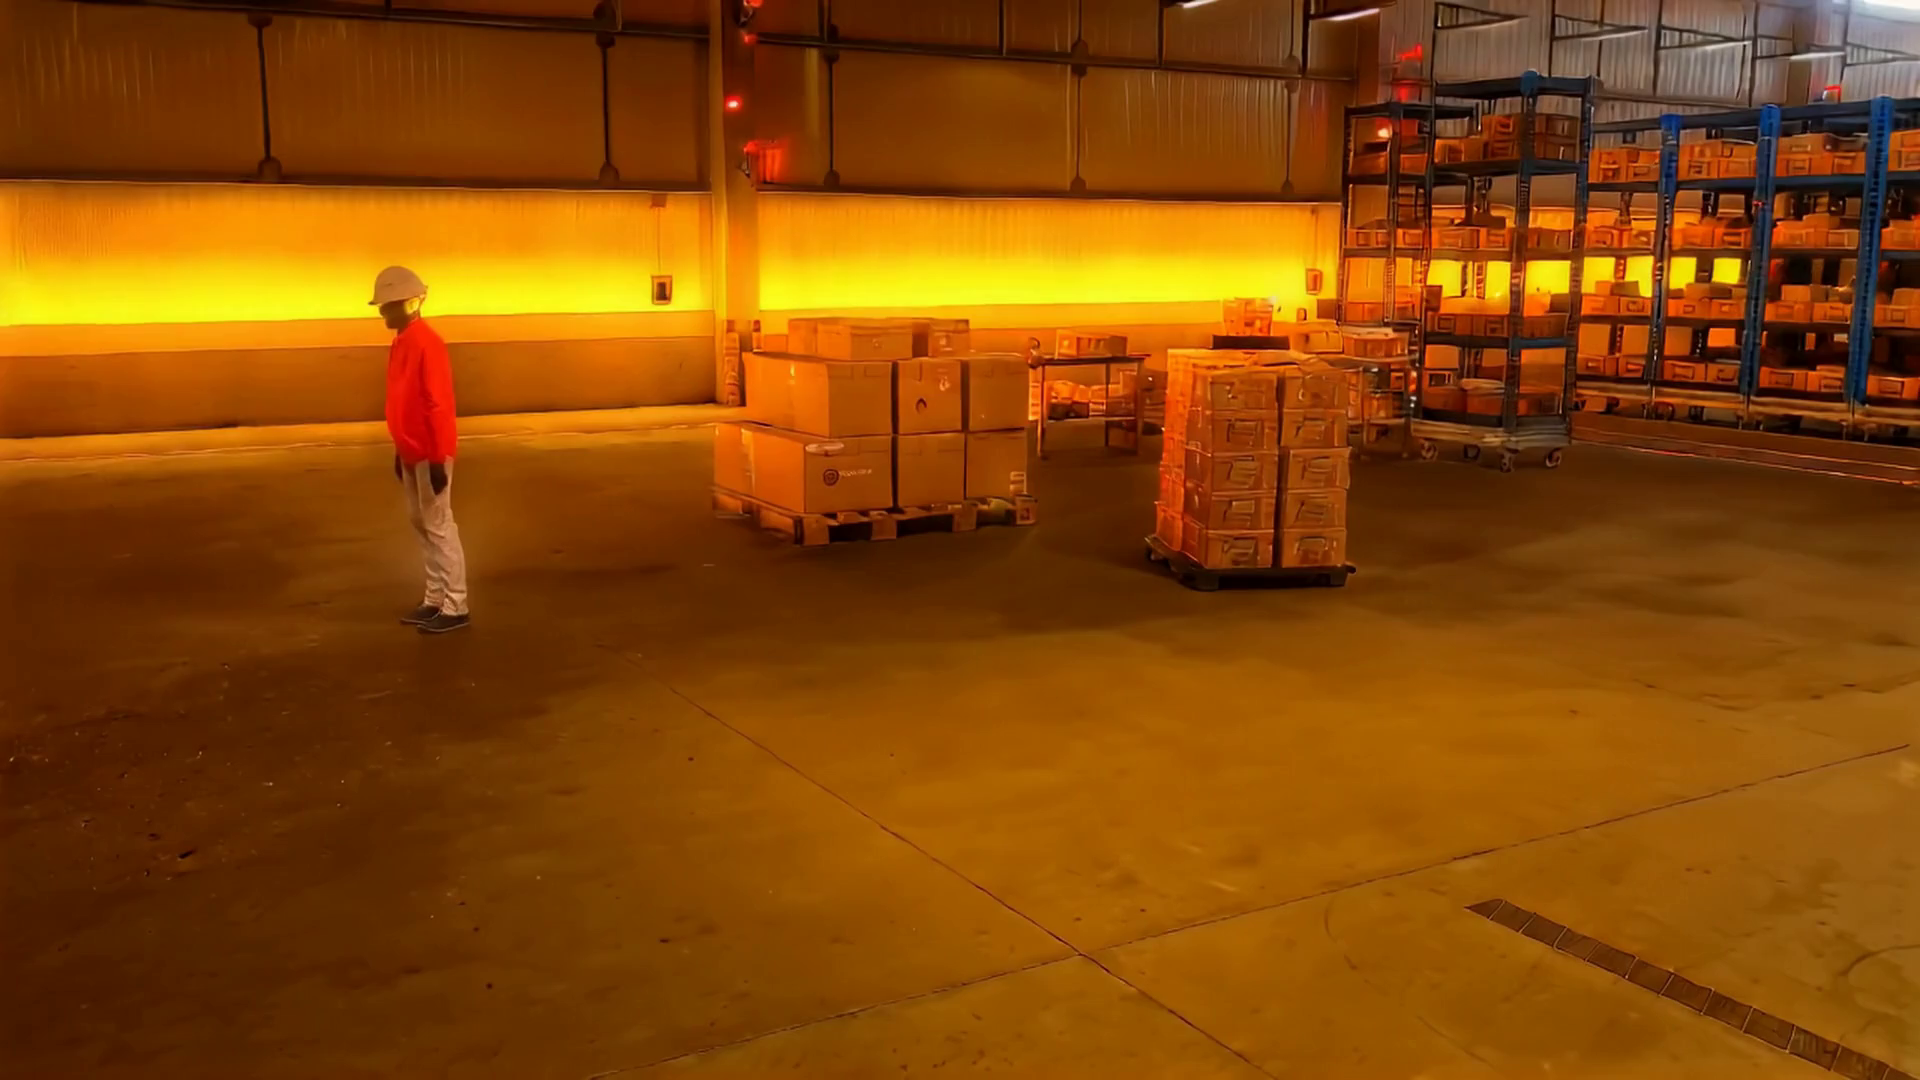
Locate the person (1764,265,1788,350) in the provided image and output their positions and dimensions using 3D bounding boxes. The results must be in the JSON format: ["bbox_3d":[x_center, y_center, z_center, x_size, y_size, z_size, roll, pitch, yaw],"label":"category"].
[{"bbox_3d":[12.397,-3.228,24.995,0.915,1.812,0.578,-4,11,-19],"label":"person"}]

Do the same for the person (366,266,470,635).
[{"bbox_3d":[-2.918,-0.471,8.920,0.434,1.976,0.613,-7,12,-35],"label":"person"}]
